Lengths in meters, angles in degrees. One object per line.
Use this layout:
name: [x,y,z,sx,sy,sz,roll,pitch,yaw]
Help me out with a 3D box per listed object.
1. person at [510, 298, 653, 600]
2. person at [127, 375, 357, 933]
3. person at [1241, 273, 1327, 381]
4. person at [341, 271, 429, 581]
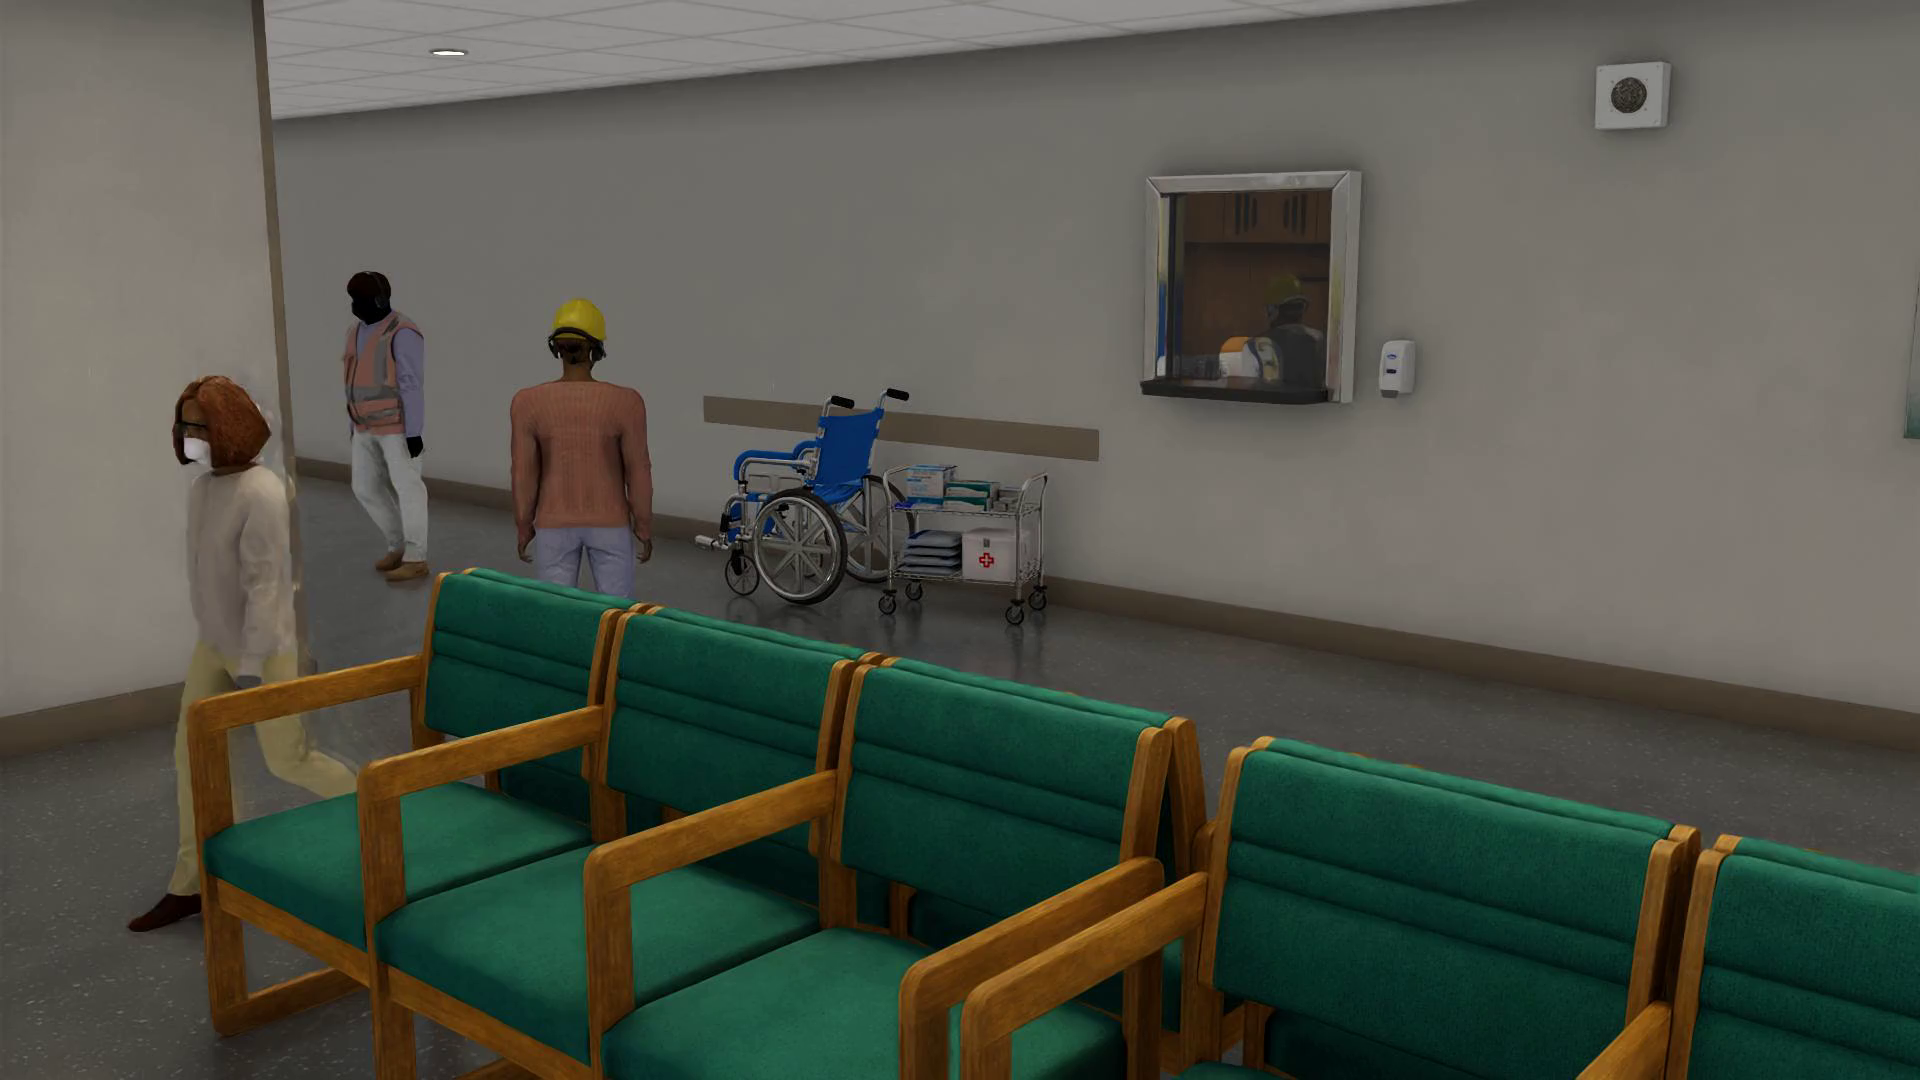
person: [-1.458,-0.046,6.459,0.534,1.767,0.317,-1,10,-6]
person: [-2.047,0.310,4.893,0.497,1.611,0.748,8,12,37]
person: [1.809,-0.563,9.257,0.593,1.824,0.403,-2,10,-12]
person: [-3.387,-0.669,9.844,0.654,1.831,0.477,7,12,36]
